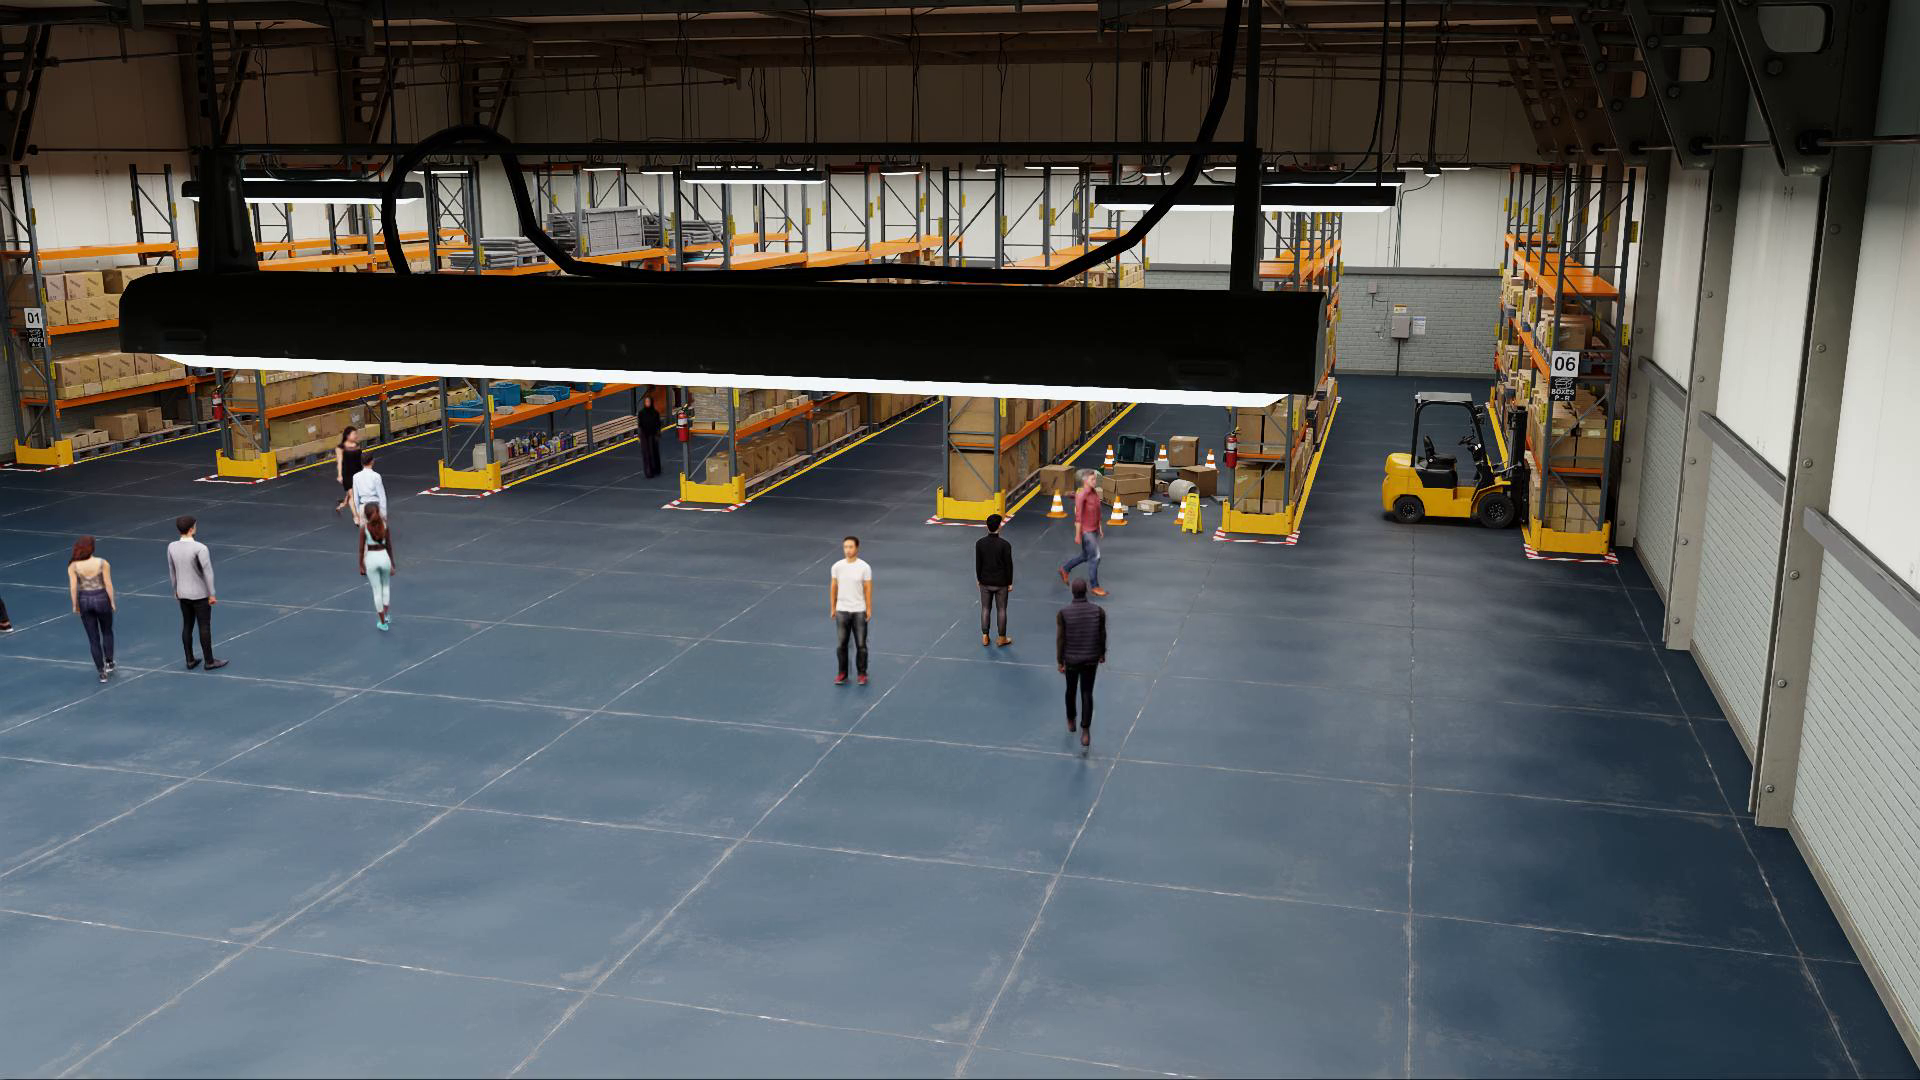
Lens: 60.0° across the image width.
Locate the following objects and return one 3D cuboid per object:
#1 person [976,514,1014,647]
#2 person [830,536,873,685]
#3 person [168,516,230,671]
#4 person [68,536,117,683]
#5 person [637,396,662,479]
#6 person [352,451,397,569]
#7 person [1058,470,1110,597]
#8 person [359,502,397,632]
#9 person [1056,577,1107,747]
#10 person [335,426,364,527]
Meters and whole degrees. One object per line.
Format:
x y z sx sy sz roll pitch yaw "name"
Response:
0.443 0.507 21.432 0.645 1.723 0.535 4 14 17 "person"
-1.287 0.828 19.867 0.680 1.803 0.590 1 13 5 "person"
-9.413 0.642 20.408 0.722 1.922 0.599 4 14 15 "person"
-10.374 0.837 19.937 0.896 1.754 0.972 -6 14 -25 "person"
-6.097 -2.043 32.700 0.703 1.608 0.811 0 13 -1 "person"
-8.915 -0.429 25.198 0.664 1.848 0.625 2 13 8 "person"
1.778 -0.122 23.976 0.947 1.801 1.156 8 15 30 "person"
-7.706 0.365 22.084 0.816 1.706 0.871 -8 15 -31 "person"
1.307 1.332 17.717 0.892 1.791 1.263 0 13 1 "person"
-10.446 -1.087 28.384 0.896 1.693 1.011 8 15 31 "person"
